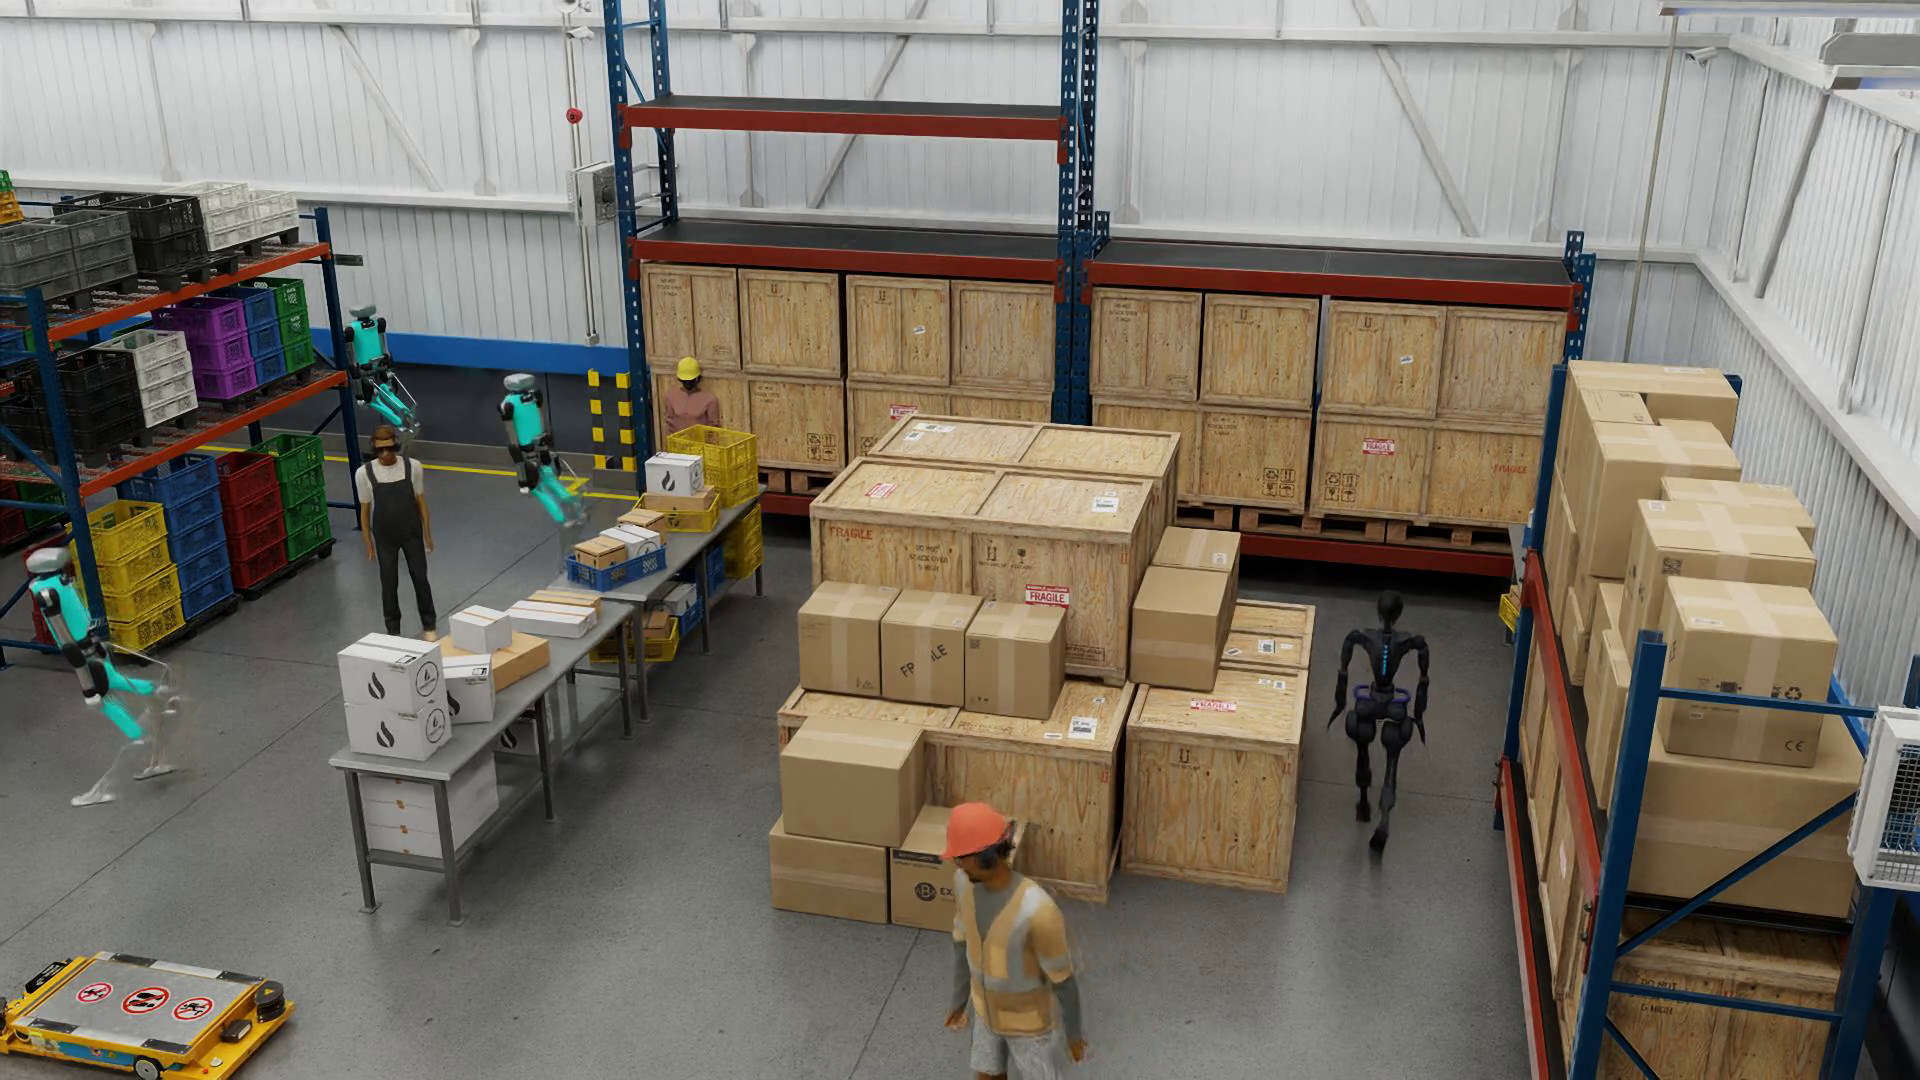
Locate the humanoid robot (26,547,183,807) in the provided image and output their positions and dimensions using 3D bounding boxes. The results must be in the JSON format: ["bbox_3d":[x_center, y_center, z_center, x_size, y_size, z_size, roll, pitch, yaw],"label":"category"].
[{"bbox_3d":[-5.442,0.859,10.767,0.906,1.752,0.530,-8,22,-19],"label":"humanoid robot"}]

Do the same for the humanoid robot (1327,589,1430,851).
[{"bbox_3d":[2.581,1.091,10.260,0.599,1.633,0.696,5,21,13],"label":"humanoid robot"}]

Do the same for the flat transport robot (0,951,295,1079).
[{"bbox_3d":[-4.270,2.464,8.601,1.431,0.231,0.659,5,22,13],"label":"flat transport robot"}]

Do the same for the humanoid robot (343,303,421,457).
[{"bbox_3d":[-5.791,-1.544,16.848,0.735,1.673,0.533,11,24,27],"label":"humanoid robot"}]

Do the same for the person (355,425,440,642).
[{"bbox_3d":[-4.369,-0.021,12.915,0.504,1.836,0.332,-9,23,-23],"label":"person"}]

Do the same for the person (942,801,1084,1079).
[{"bbox_3d":[0.207,2.048,7.242,0.643,2.025,0.424,19,28,40],"label":"person"}]

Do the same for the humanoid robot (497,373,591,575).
[{"bbox_3d":[-3.519,-0.537,14.440,0.815,1.793,0.536,8,22,21],"label":"humanoid robot"}]

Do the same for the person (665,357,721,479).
[{"bbox_3d":[-2.416,-0.810,15.081,0.522,1.761,0.336,4,21,10],"label":"person"}]
